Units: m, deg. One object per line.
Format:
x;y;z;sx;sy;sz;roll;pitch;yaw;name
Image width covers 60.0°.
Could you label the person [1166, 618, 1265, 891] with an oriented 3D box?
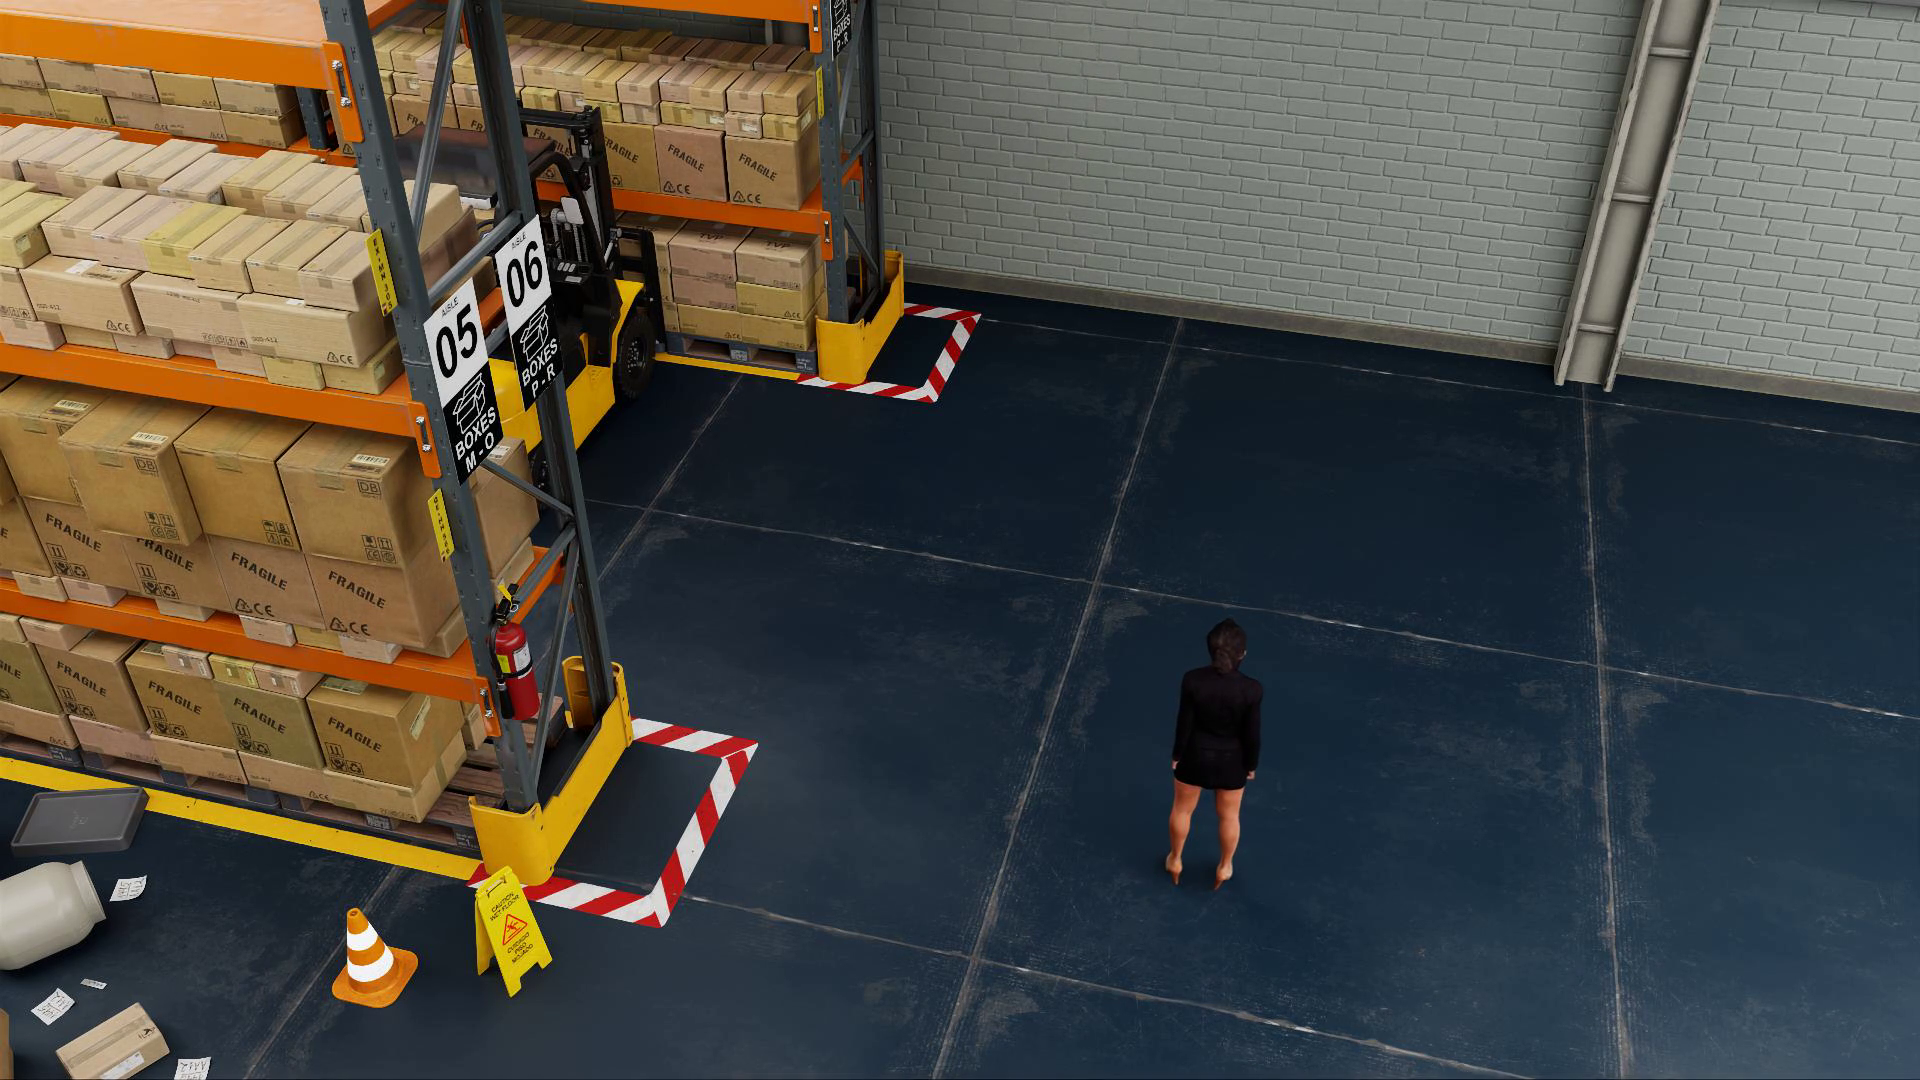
1.210;1.053;7.946;0.543;1.637;0.630;7;38;9;person
